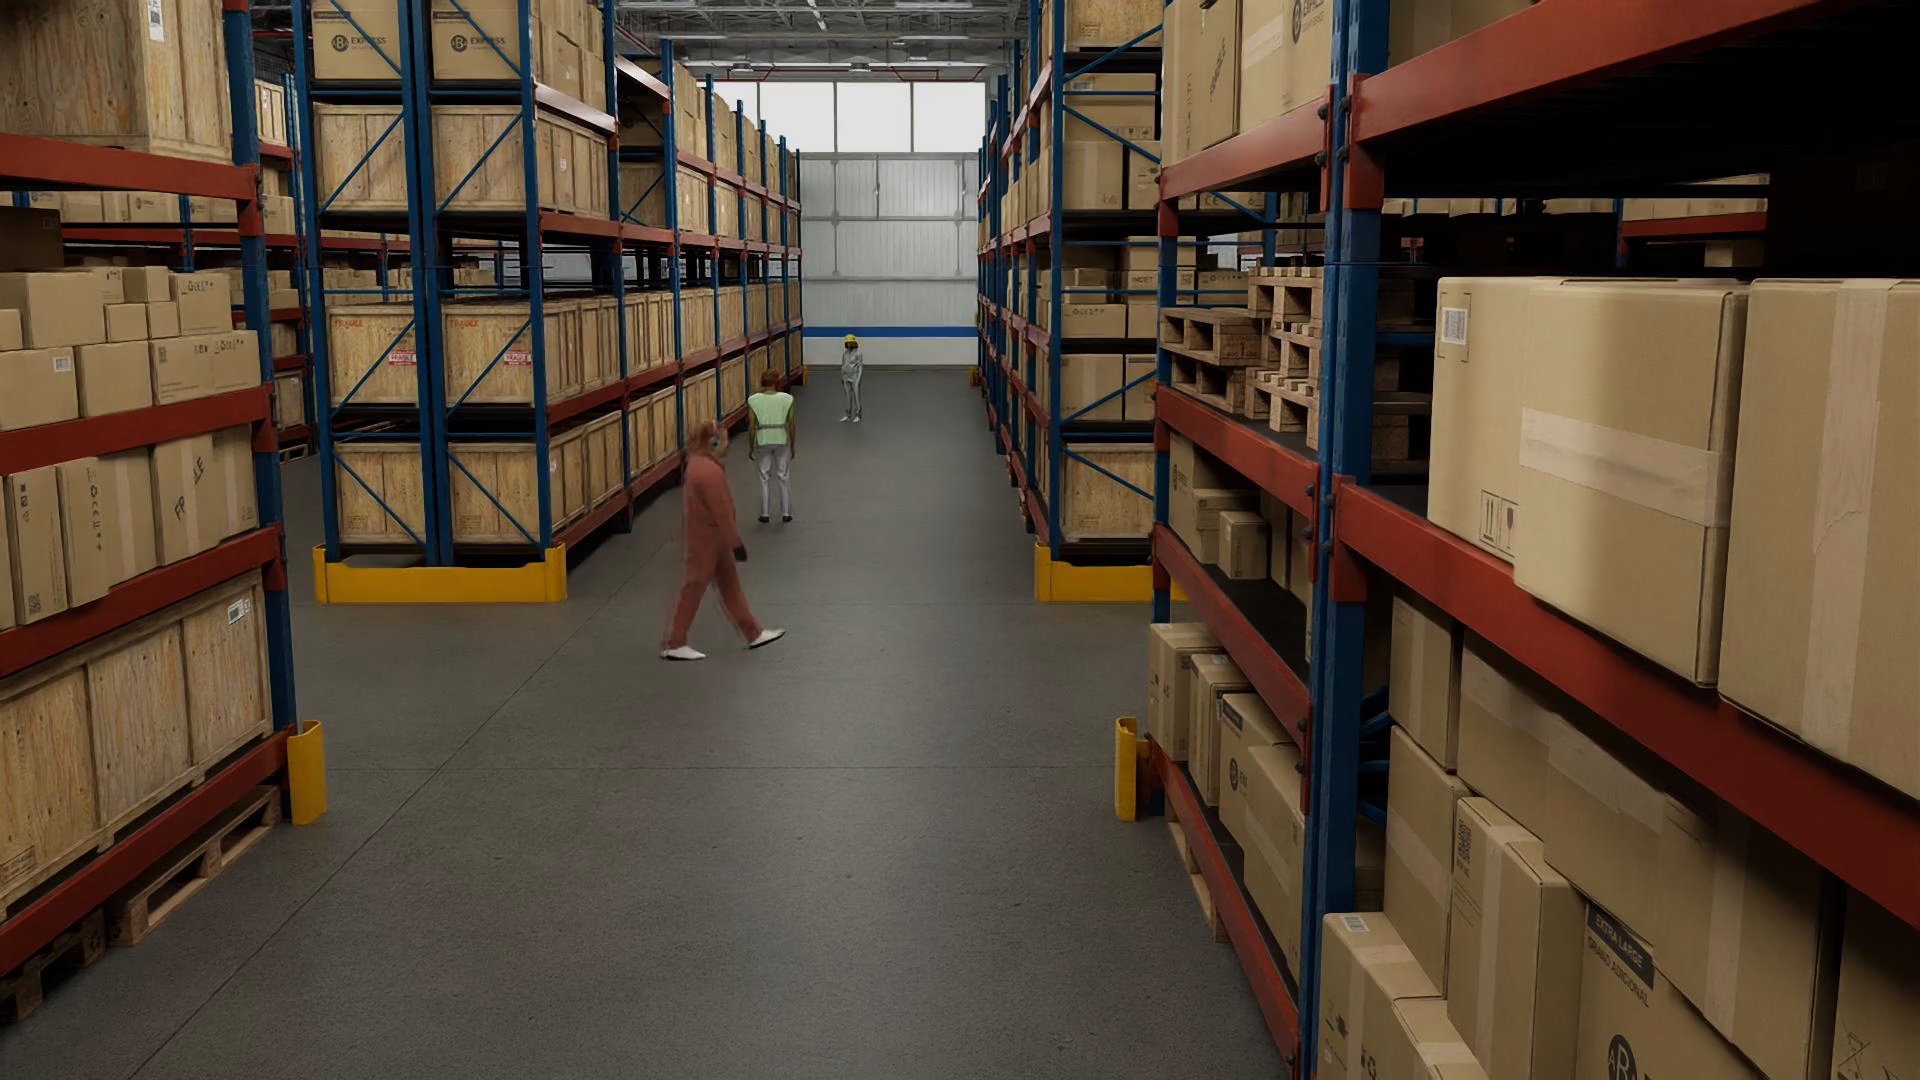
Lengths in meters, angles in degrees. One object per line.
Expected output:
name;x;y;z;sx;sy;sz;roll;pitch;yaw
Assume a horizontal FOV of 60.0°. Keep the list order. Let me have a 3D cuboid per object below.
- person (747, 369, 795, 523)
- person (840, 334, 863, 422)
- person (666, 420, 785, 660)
person;-2.253;-1.120;19.899;0.564;1.841;0.394;-2;9;-11
person;-2.162;-3.209;33.011;0.494;1.741;0.310;6;11;33
person;-1.853;0.007;12.960;0.994;1.857;0.651;-2;9;-11
